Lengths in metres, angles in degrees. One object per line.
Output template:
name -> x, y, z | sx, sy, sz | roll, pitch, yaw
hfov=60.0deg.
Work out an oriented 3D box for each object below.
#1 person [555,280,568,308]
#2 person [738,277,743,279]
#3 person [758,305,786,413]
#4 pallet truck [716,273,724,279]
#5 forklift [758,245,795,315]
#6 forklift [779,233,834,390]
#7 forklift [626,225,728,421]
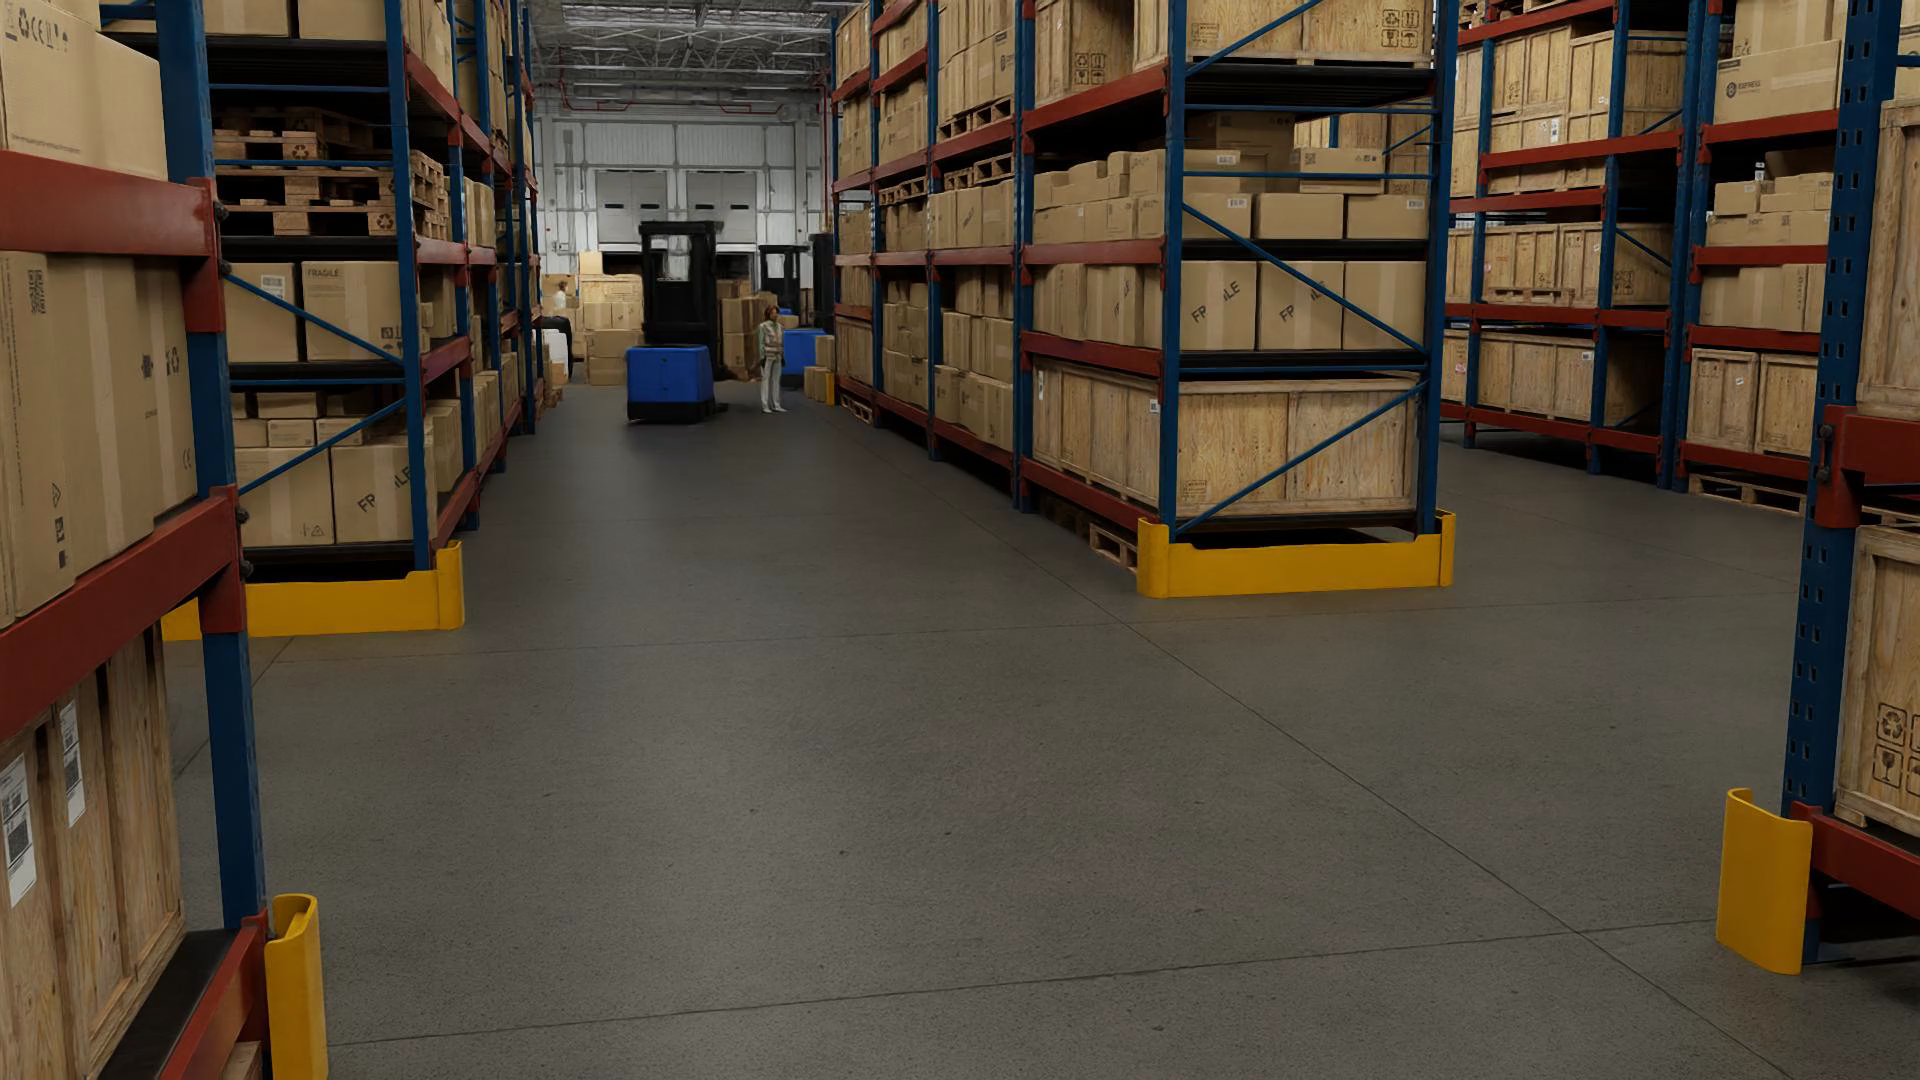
person -> -10.144, -5.627, 42.123 | 0.980, 1.905, 0.644 | -1, 9, -4
person -> -6.489, -6.822, 49.334 | 0.557, 1.924, 0.495 | -6, 11, -32
person -> -2.874, -2.755, 25.392 | 0.307, 1.641, 0.513 | 7, 12, 37
pallet truck -> -8.580, -8.986, 62.280 | 1.885, 1.965, 0.823 | 1, 9, 5
forklift -> -5.014, -6.667, 45.464 | 1.129, 2.768, 1.873 | 4, 10, 21
forklift -> -2.451, -4.166, 30.214 | 1.873, 2.768, 1.129 | -3, 10, -18
forklift -> -4.149, -3.184, 24.229 | 1.129, 2.768, 1.873 | 1, 9, 4
